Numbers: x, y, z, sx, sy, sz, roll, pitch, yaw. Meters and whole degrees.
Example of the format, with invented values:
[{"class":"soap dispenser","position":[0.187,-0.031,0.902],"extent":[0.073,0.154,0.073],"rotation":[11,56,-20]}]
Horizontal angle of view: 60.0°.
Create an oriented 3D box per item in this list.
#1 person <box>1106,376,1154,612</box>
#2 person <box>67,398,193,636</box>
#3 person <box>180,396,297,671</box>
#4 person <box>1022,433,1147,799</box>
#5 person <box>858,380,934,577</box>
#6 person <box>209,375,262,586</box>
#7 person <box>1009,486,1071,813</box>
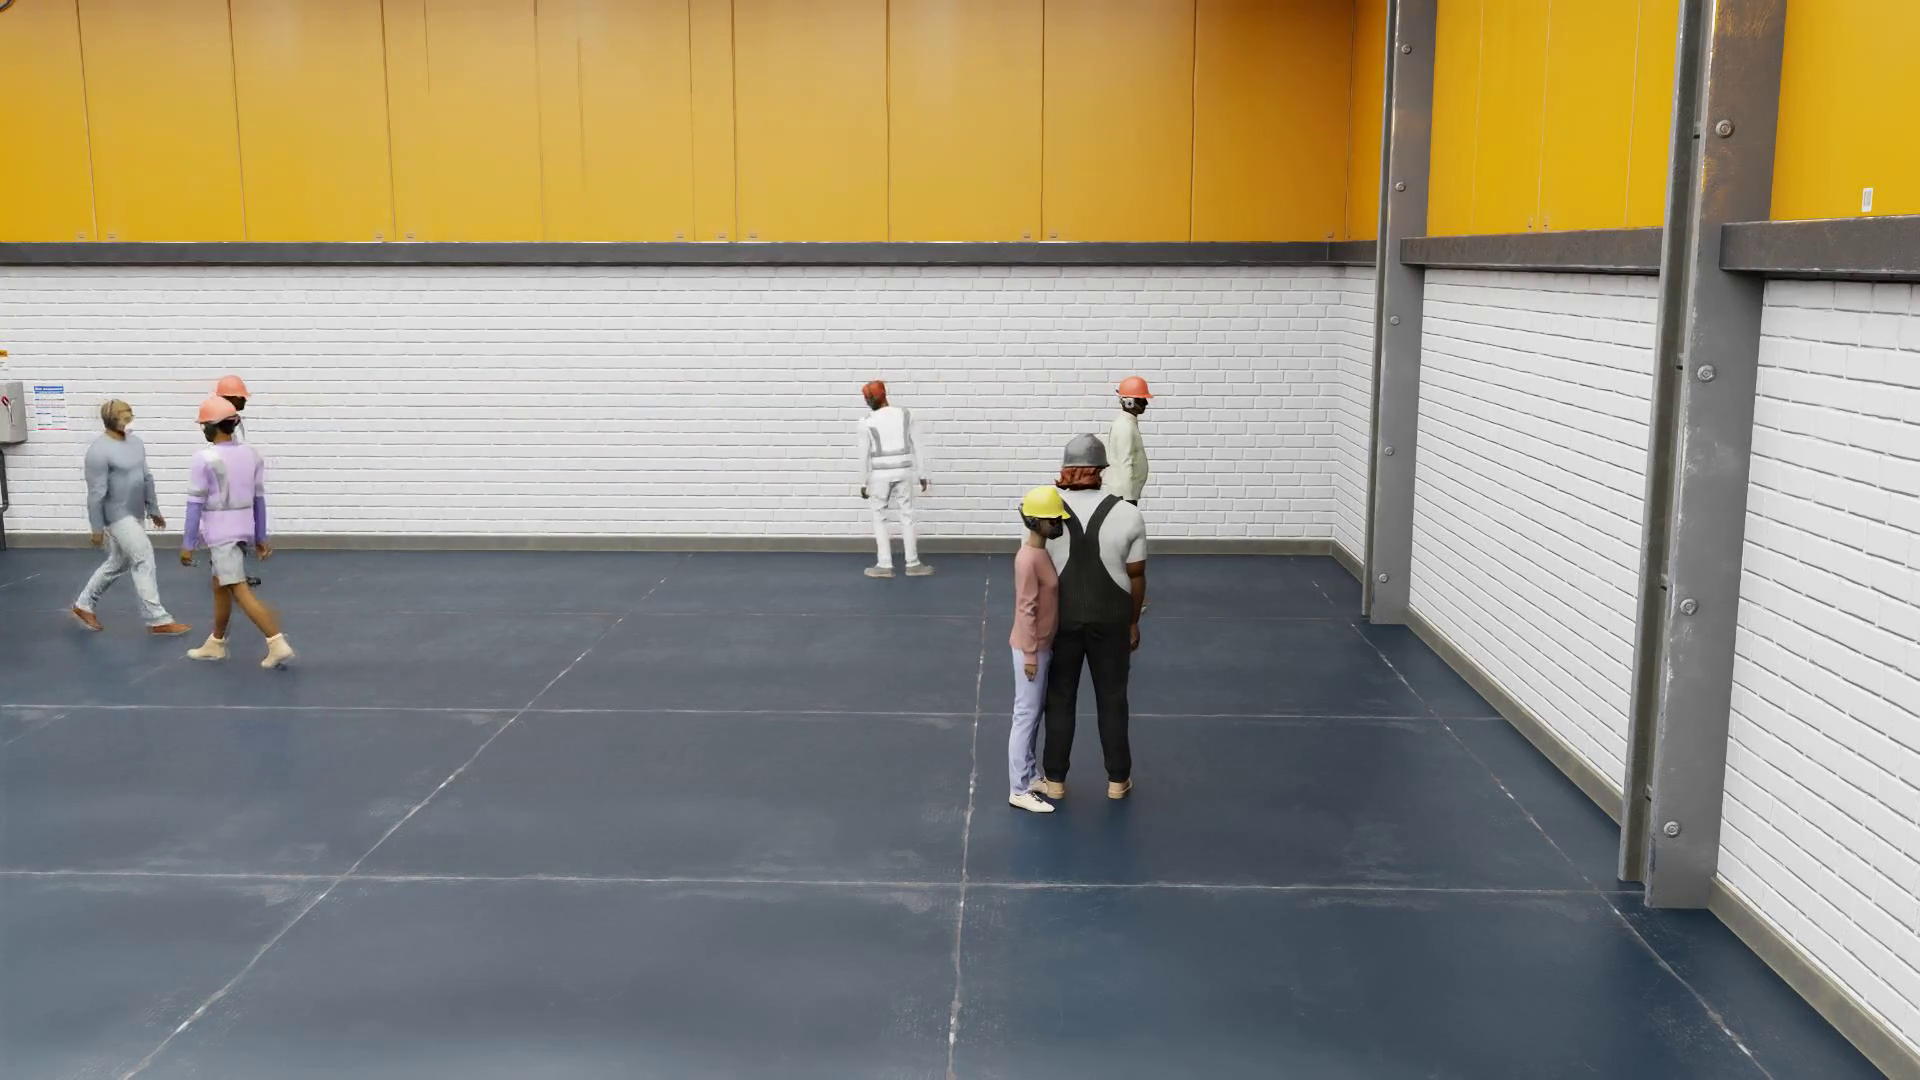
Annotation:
[{"class":"person","position":[1.428,-0.391,14.063],"extent":[0.396,1.992,0.623],"rotation":[1,10,3]},{"class":"person","position":[-6.644,-0.176,13.112],"extent":[1.007,1.905,0.632],"rotation":[0,10,0]},{"class":"person","position":[-5.263,-0.043,12.050],"extent":[1.028,2.001,0.627],"rotation":[3,10,17]},{"class":"person","position":[0.682,0.415,9.208],"extent":[0.676,2.000,0.536],"rotation":[1,10,4]},{"class":"person","position":[-0.590,-0.568,15.555],"extent":[0.738,1.857,0.347],"rotation":[-3,10,-19]},{"class":"person","position":[-6.557,-0.525,15.042],"extent":[0.421,1.924,0.570],"rotation":[-1,10,-6]},{"class":"person","position":[0.439,0.581,9.041],"extent":[0.322,1.767,0.533],"rotation":[2,10,14]}]
